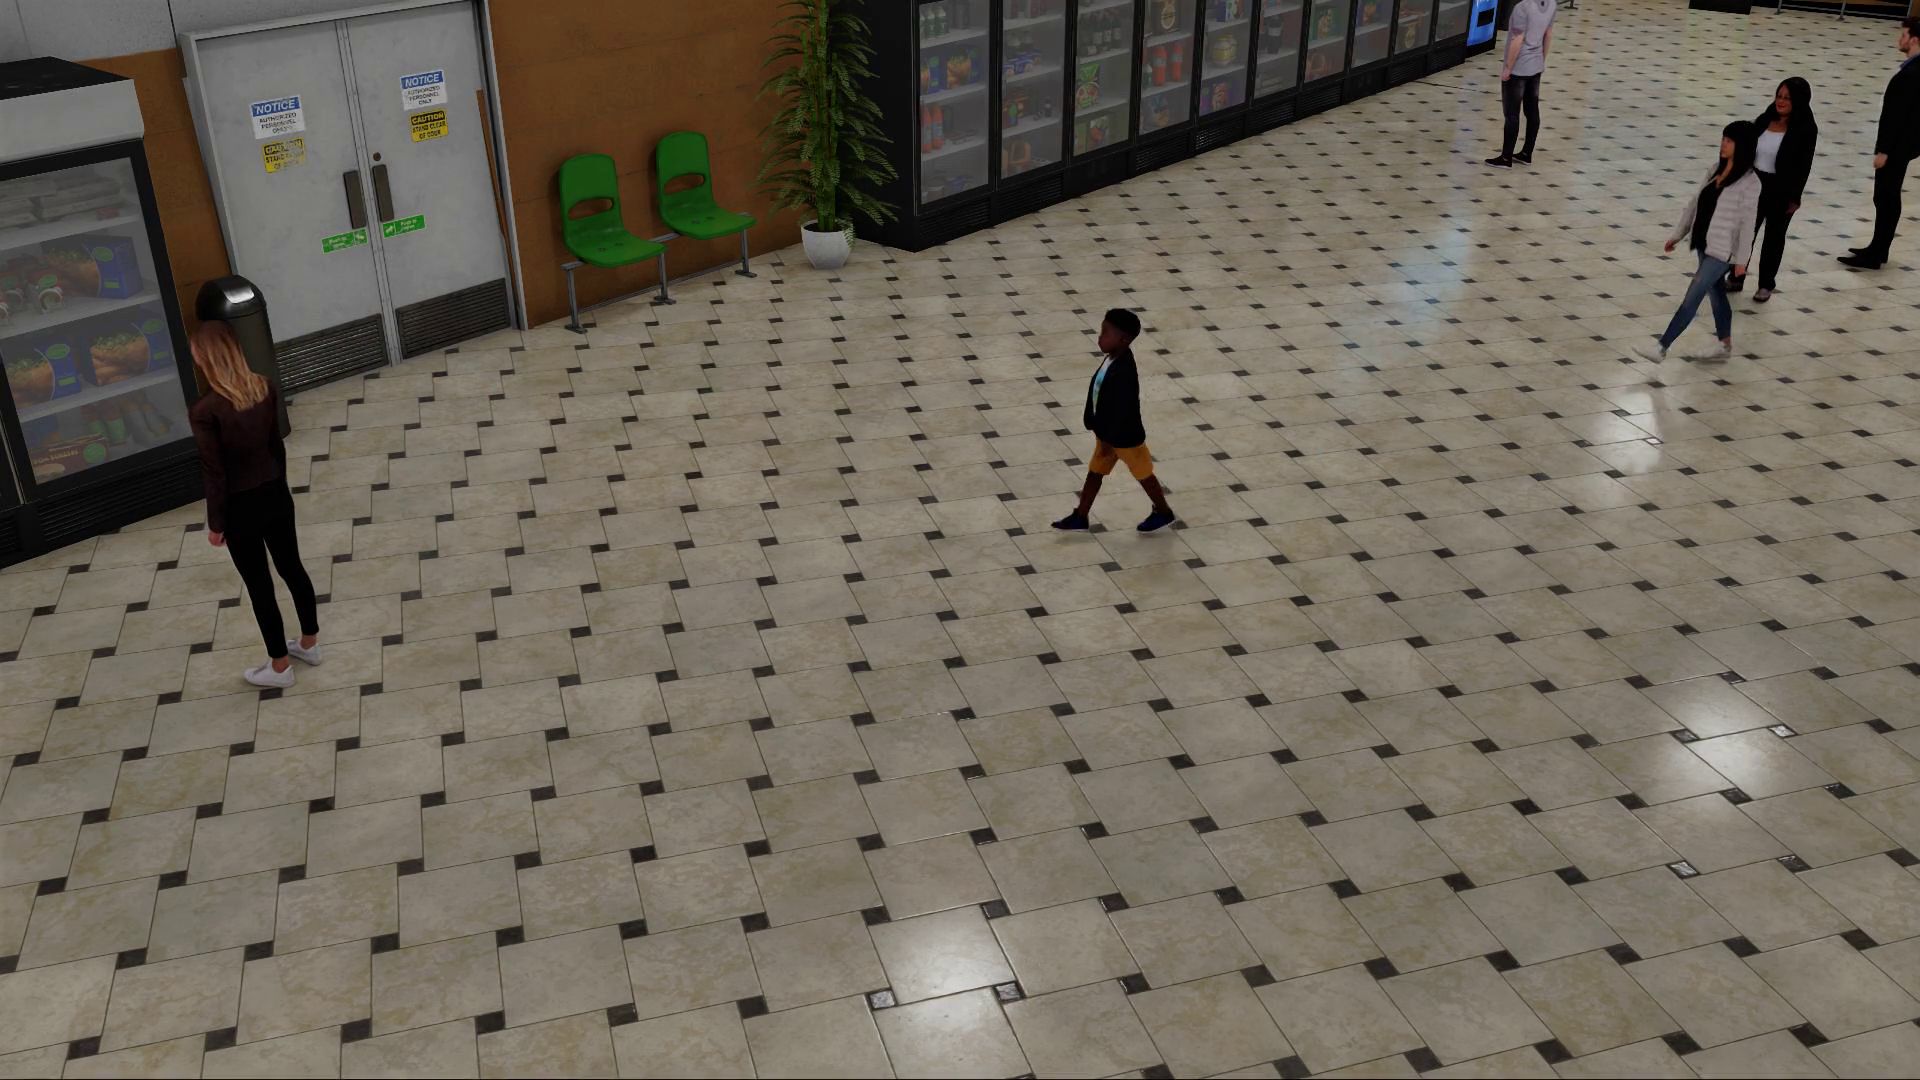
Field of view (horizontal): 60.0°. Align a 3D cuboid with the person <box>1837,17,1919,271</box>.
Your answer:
[{"bbox_3d":[7.203,-3.041,12.775,0.583,1.884,0.677,20,33,34],"label":"person"}]

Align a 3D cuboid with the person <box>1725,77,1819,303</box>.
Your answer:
[{"bbox_3d":[5.917,-2.561,12.124,0.731,1.617,0.599,-22,34,-36],"label":"person"}]

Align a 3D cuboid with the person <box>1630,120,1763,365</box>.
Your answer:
[{"bbox_3d":[5.004,-1.905,10.849,1.066,1.602,1.040,-4,27,-8],"label":"person"}]

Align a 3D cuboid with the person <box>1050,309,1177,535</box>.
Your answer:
[{"bbox_3d":[0.901,-0.579,8.635,0.882,1.239,0.904,-7,28,-13],"label":"person"}]

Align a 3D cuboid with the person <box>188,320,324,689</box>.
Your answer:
[{"bbox_3d":[-3.085,-0.151,7.277,0.608,1.704,0.662,11,29,20],"label":"person"}]

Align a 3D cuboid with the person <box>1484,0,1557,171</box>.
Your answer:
[{"bbox_3d":[5.266,-4.419,15.546,0.742,1.837,0.707,-15,31,-28],"label":"person"}]
